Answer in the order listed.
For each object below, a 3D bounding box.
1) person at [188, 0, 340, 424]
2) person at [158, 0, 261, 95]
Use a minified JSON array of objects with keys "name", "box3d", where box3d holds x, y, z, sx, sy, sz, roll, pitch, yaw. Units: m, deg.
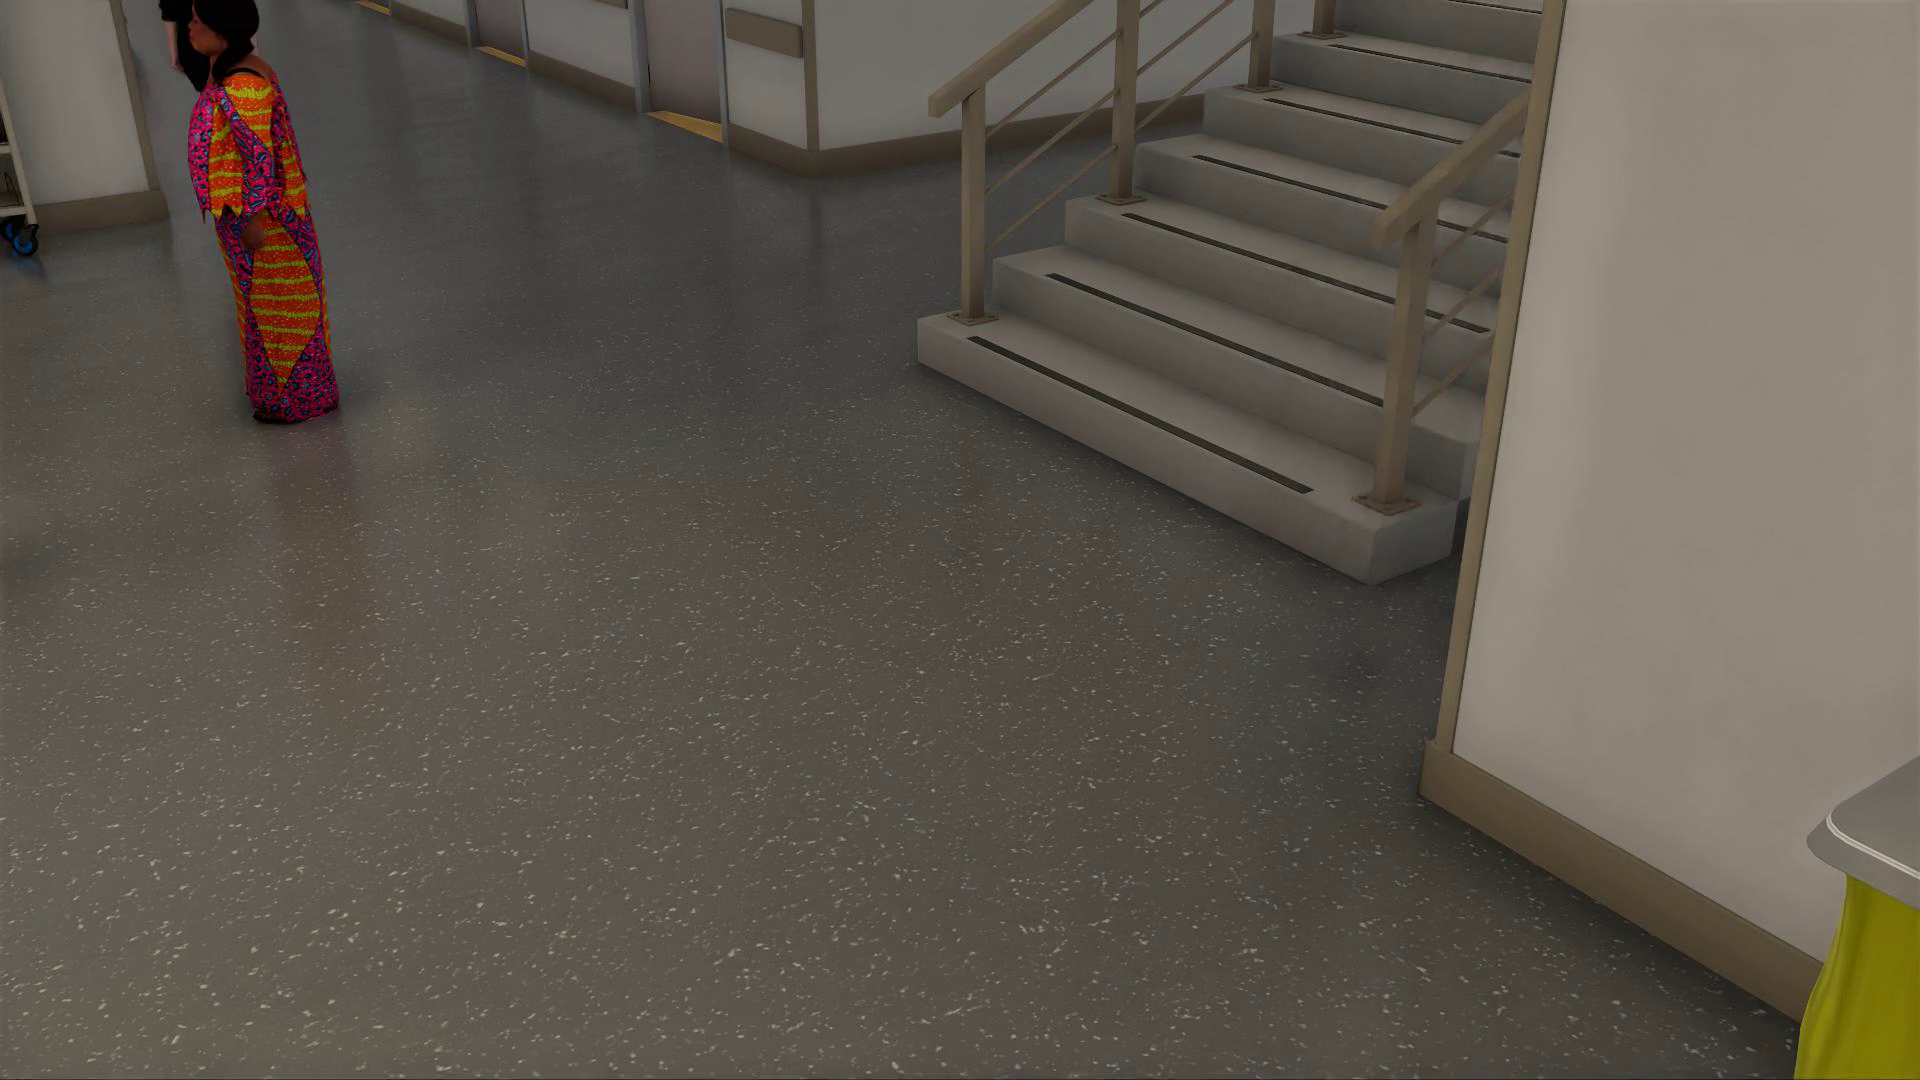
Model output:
[{"name":"person","box3d":[-2.724,-1.306,6.411,0.706,1.686,0.693,-11,28,-21]},{"name":"person","box3d":[-4.175,-2.655,9.217,0.731,1.679,0.811,0,26,-1]}]
